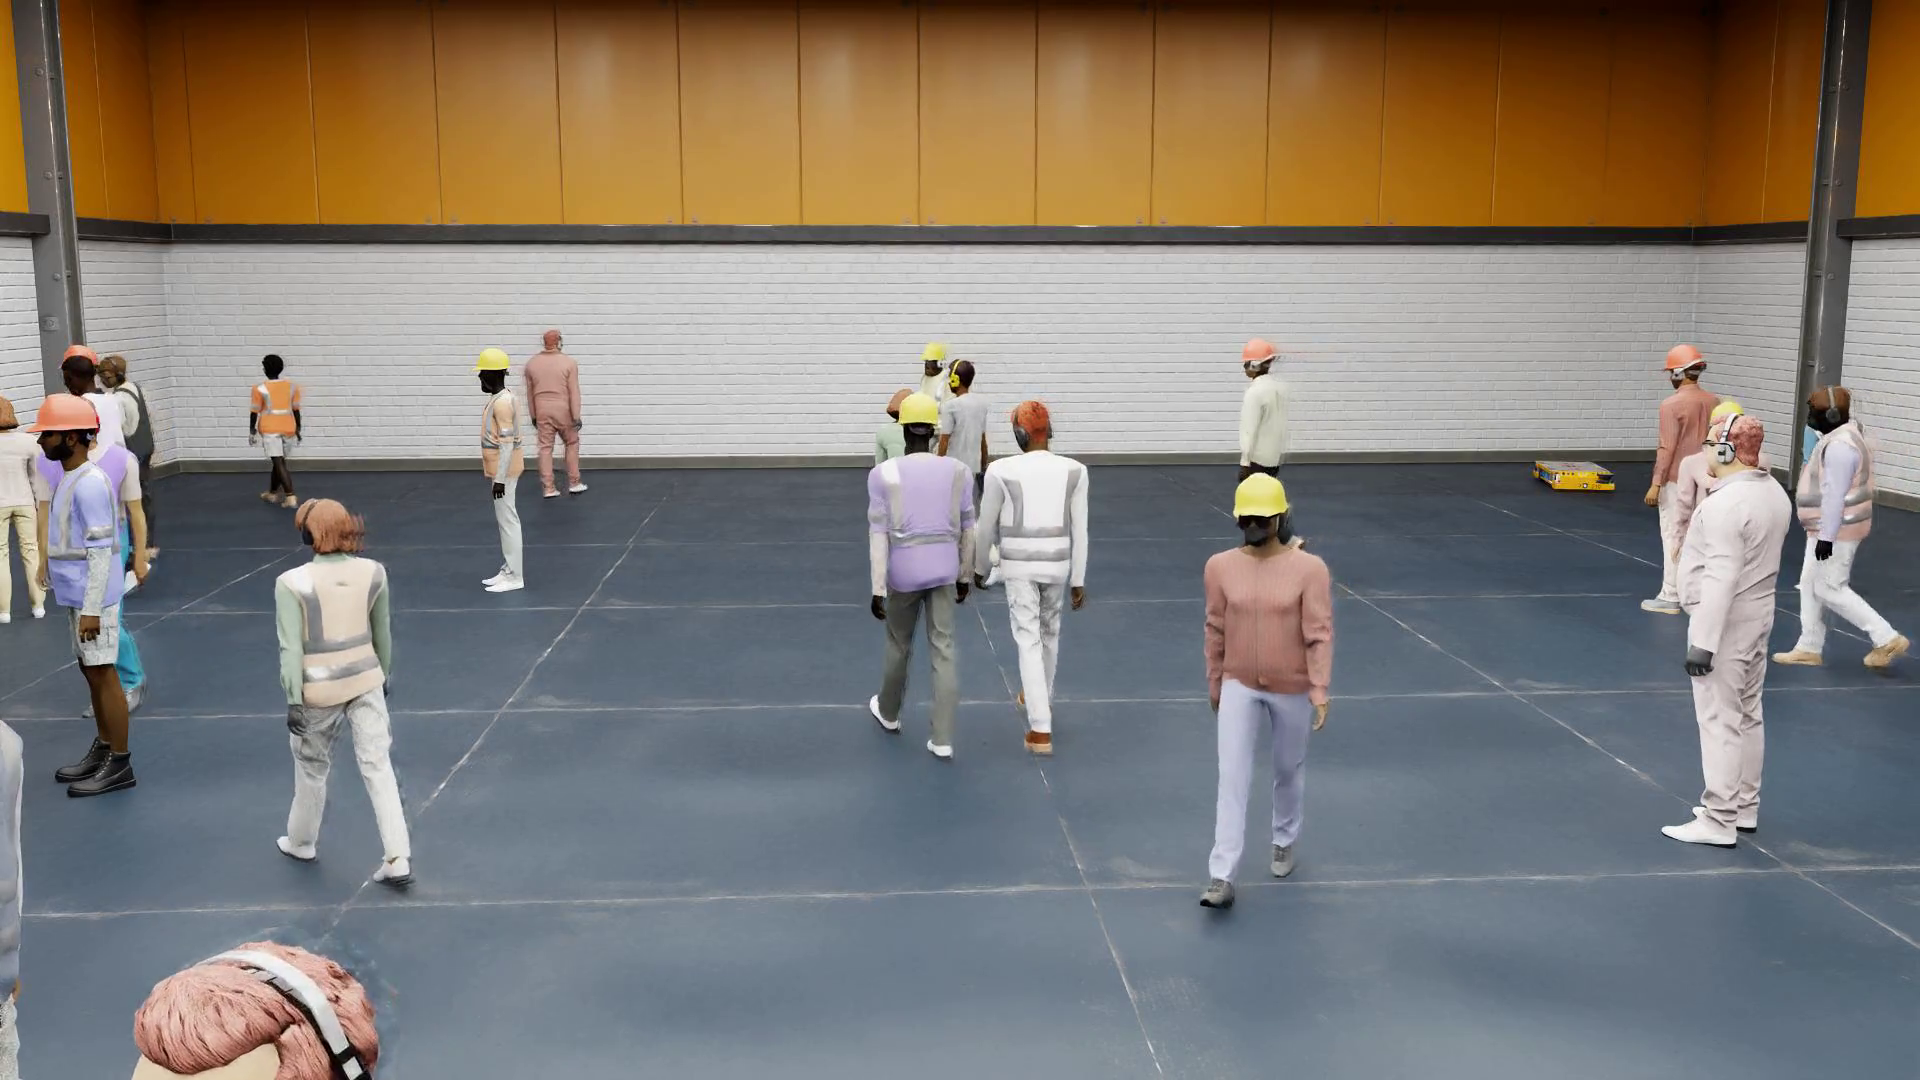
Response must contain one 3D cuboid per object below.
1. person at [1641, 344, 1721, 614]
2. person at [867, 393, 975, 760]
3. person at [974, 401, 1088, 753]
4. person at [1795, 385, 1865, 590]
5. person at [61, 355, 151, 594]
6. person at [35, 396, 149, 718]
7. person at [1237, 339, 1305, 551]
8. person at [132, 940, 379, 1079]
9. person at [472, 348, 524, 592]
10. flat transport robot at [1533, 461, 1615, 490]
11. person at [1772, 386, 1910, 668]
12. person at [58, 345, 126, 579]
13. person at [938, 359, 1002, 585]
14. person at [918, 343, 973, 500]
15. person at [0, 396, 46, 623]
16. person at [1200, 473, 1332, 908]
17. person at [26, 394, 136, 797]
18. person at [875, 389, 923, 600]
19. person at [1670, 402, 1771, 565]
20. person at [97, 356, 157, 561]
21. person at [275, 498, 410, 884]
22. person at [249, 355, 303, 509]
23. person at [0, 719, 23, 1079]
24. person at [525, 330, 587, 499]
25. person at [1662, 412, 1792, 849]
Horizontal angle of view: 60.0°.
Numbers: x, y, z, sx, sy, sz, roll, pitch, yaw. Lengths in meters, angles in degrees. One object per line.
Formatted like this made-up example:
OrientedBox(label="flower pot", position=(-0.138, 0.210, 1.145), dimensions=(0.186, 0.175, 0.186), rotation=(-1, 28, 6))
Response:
OrientedBox(label="person", position=(5.342, -0.450, 12.334), dimensions=(0.626, 1.990, 0.399), rotation=(-5, 11, -31))
OrientedBox(label="person", position=(-0.225, 0.165, 8.816), dimensions=(0.606, 1.877, 0.903), rotation=(-3, 9, -17))
OrientedBox(label="person", position=(0.393, 0.171, 8.943), dimensions=(0.573, 1.836, 0.950), rotation=(-3, 9, -17))
OrientedBox(label="person", position=(6.846, -0.395, 13.093), dimensions=(0.523, 1.638, 0.311), rotation=(-1, 9, -8))
OrientedBox(label="person", position=(-6.611, -0.485, 12.862), dimensions=(0.495, 1.894, 0.605), rotation=(-1, 9, -6))
OrientedBox(label="person", position=(-4.887, 0.104, 9.369), dimensions=(0.559, 1.828, 0.453), rotation=(1, 9, 8))
OrientedBox(label="person", position=(2.516, -0.674, 13.771), dimensions=(0.564, 1.980, 0.636), rotation=(6, 11, 32))
OrientedBox(label="person", position=(-0.654, 1.292, 1.703), dimensions=(0.674, 1.890, 0.525), rotation=(2, 9, 15))
OrientedBox(label="person", position=(-3.643, -0.552, 13.176), dimensions=(0.362, 1.928, 0.587), rotation=(-3, 10, -18))
OrientedBox(label="flat transport robot", position=(7.285, -0.777, 19.774), dimensions=(0.652, 0.197, 1.431), rotation=(1, 9, 9))
OrientedBox(label="person", position=(5.574, -0.052, 10.424), dimensions=(0.664, 1.819, 0.641), rotation=(4, 10, 23))
OrientedBox(label="person", position=(-7.074, -0.616, 13.548), dimensions=(0.548, 1.936, 0.378), rotation=(6, 11, 33))
OrientedBox(label="person", position=(0.056, -0.551, 13.490), dimensions=(0.916, 1.837, 0.530), rotation=(7, 11, 38))
OrientedBox(label="person", position=(-0.232, -1.227, 17.919), dimensions=(0.946, 1.777, 0.603), rotation=(-8, 12, -40))
OrientedBox(label="person", position=(-6.879, -0.221, 12.014), dimensions=(0.280, 1.636, 0.500), rotation=(9, 13, 44))
OrientedBox(label="person", position=(1.216, 0.589, 6.662), dimensions=(0.538, 1.719, 0.898), rotation=(3, 10, 21))
OrientedBox(label="person", position=(-4.233, 0.264, 8.025), dimensions=(0.359, 1.939, 0.542), rotation=(-6, 11, -35))
OrientedBox(label="person", position=(-0.424, -0.348, 12.819), dimensions=(0.498, 1.633, 0.278), rotation=(6, 11, 33))
OrientedBox(label="person", position=(4.678, 0.012, 10.258), dimensions=(0.547, 1.715, 0.918), rotation=(5, 10, 27))
OrientedBox(label="person", position=(-7.278, -0.718, 14.636), dimensions=(0.345, 1.805, 0.650), rotation=(0, 9, -2))
OrientedBox(label="person", position=(-2.563, 0.618, 6.885), dimensions=(0.875, 1.592, 0.536), rotation=(8, 12, 41))
OrientedBox(label="person", position=(-7.377, -1.166, 17.903), dimensions=(0.861, 1.647, 0.544), rotation=(7, 11, 37))
OrientedBox(label="person", position=(-2.322, 1.004, 3.703), dimensions=(0.404, 1.833, 0.591), rotation=(1, 9, 5))
OrientedBox(label="person", position=(-4.531, -1.432, 18.826), dimensions=(0.673, 1.881, 0.785), rotation=(2, 9, 9))
OrientedBox(label="person", position=(3.359, 0.391, 7.327), dimensions=(0.403, 1.906, 0.652), rotation=(9, 13, 44))
